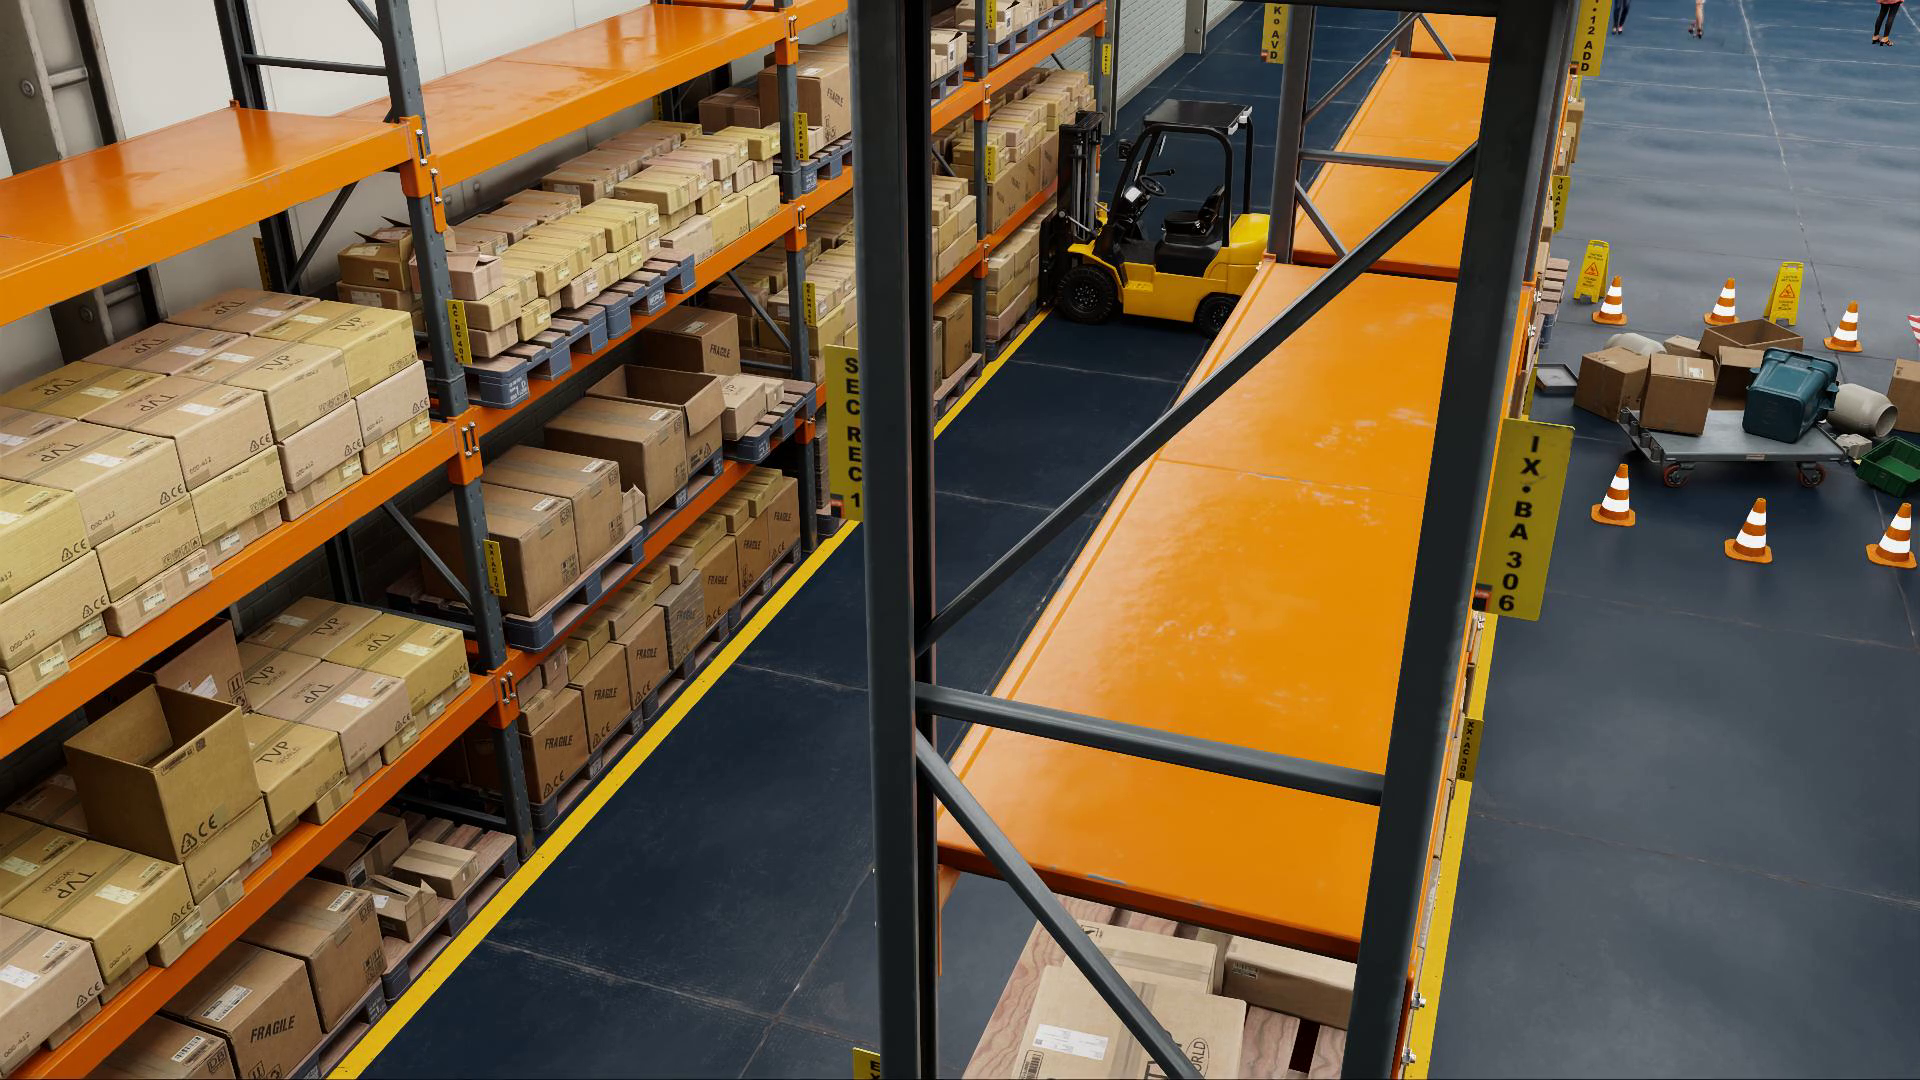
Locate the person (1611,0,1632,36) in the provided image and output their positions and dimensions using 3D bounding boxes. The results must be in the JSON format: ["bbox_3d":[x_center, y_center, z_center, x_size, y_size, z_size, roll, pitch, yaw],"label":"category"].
[{"bbox_3d":[12.139,-10.122,30.355,0.627,1.710,0.629,13,31,23],"label":"person"}]

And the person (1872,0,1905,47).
[{"bbox_3d":[16.570,-9.679,29.531,0.767,1.702,0.678,-8,29,-14],"label":"person"}]
